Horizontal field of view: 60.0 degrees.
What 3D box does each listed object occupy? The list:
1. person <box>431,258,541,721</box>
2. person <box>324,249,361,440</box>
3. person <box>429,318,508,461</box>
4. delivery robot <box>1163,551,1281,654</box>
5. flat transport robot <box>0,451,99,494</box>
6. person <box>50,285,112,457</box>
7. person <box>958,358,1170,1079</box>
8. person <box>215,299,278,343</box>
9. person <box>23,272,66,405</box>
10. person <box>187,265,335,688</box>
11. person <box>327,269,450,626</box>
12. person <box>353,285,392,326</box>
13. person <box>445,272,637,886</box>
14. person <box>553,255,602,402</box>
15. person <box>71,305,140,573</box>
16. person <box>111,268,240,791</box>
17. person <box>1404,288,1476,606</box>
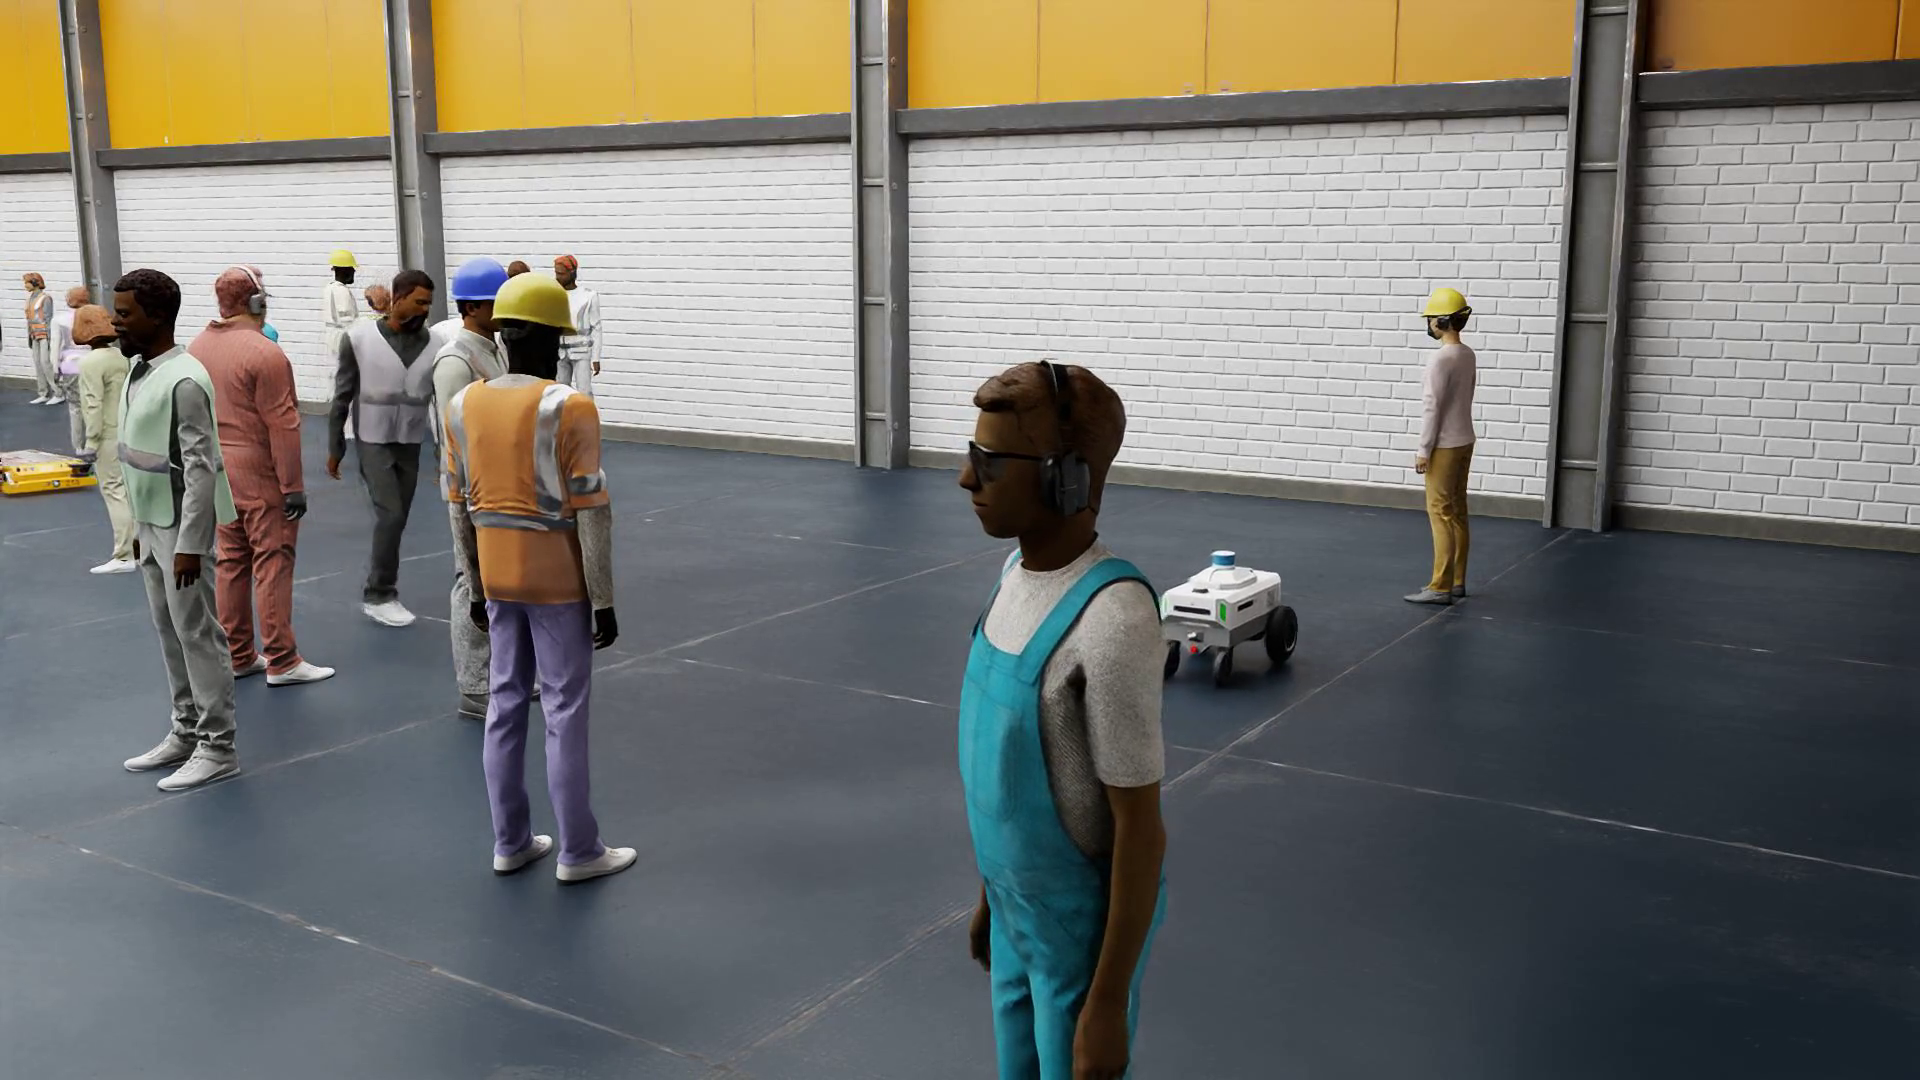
[{"bbox_3d":[-2.008,-0.213,7.067,0.392,1.946,0.616,0,10,2],"label":"person"},{"bbox_3d":[-6.240,-1.977,16.903,0.371,1.927,0.588,-7,12,-33],"label":"person"},{"bbox_3d":[-2.673,-0.595,9.361,0.587,1.882,0.342,-1,10,-3],"label":"person"},{"bbox_3d":[1.240,0.296,7.846,0.477,0.478,0.707,6,12,32],"label":"delivery robot"},{"bbox_3d":[-7.769,-0.576,13.726,1.431,0.197,0.652,8,13,39],"label":"flat transport robot"},{"bbox_3d":[-8.132,-1.555,15.424,0.527,1.608,0.594,-5,11,-25],"label":"person"},{"bbox_3d":[0.147,0.635,2.653,0.349,1.847,0.505,-3,11,-17],"label":"person"},{"bbox_3d":[-5.299,-1.061,12.309,0.563,1.749,0.334,3,11,16],"label":"person"},{"bbox_3d":[-11.329,-2.483,20.537,0.524,1.634,0.330,7,13,35],"label":"person"},{"bbox_3d":[-3.194,-0.282,7.569,0.643,1.907,0.408,6,12,30],"label":"person"},{"bbox_3d":[-2.978,-0.482,8.778,0.658,1.862,0.623,10,14,43],"label":"person"},{"bbox_3d":[-5.025,-1.402,14.522,0.518,1.637,0.307,-9,14,-42],"label":"person"},{"bbox_3d":[-1.322,0.129,5.238,0.585,1.924,0.375,5,11,24],"label":"person"},{"bbox_3d":[-3.620,-1.704,15.499,0.584,1.885,0.339,2,11,13],"label":"person"},{"bbox_3d":[-5.199,-0.612,10.151,0.277,1.632,0.502,0,10,-2],"label":"person"},{"bbox_3d":[-2.926,-0.042,6.201,0.391,1.920,0.593,-10,14,-43],"label":"person"},{"bbox_3d":[2.695,-0.520,9.297,0.337,1.762,0.523,8,13,37],"label":"person"}]
